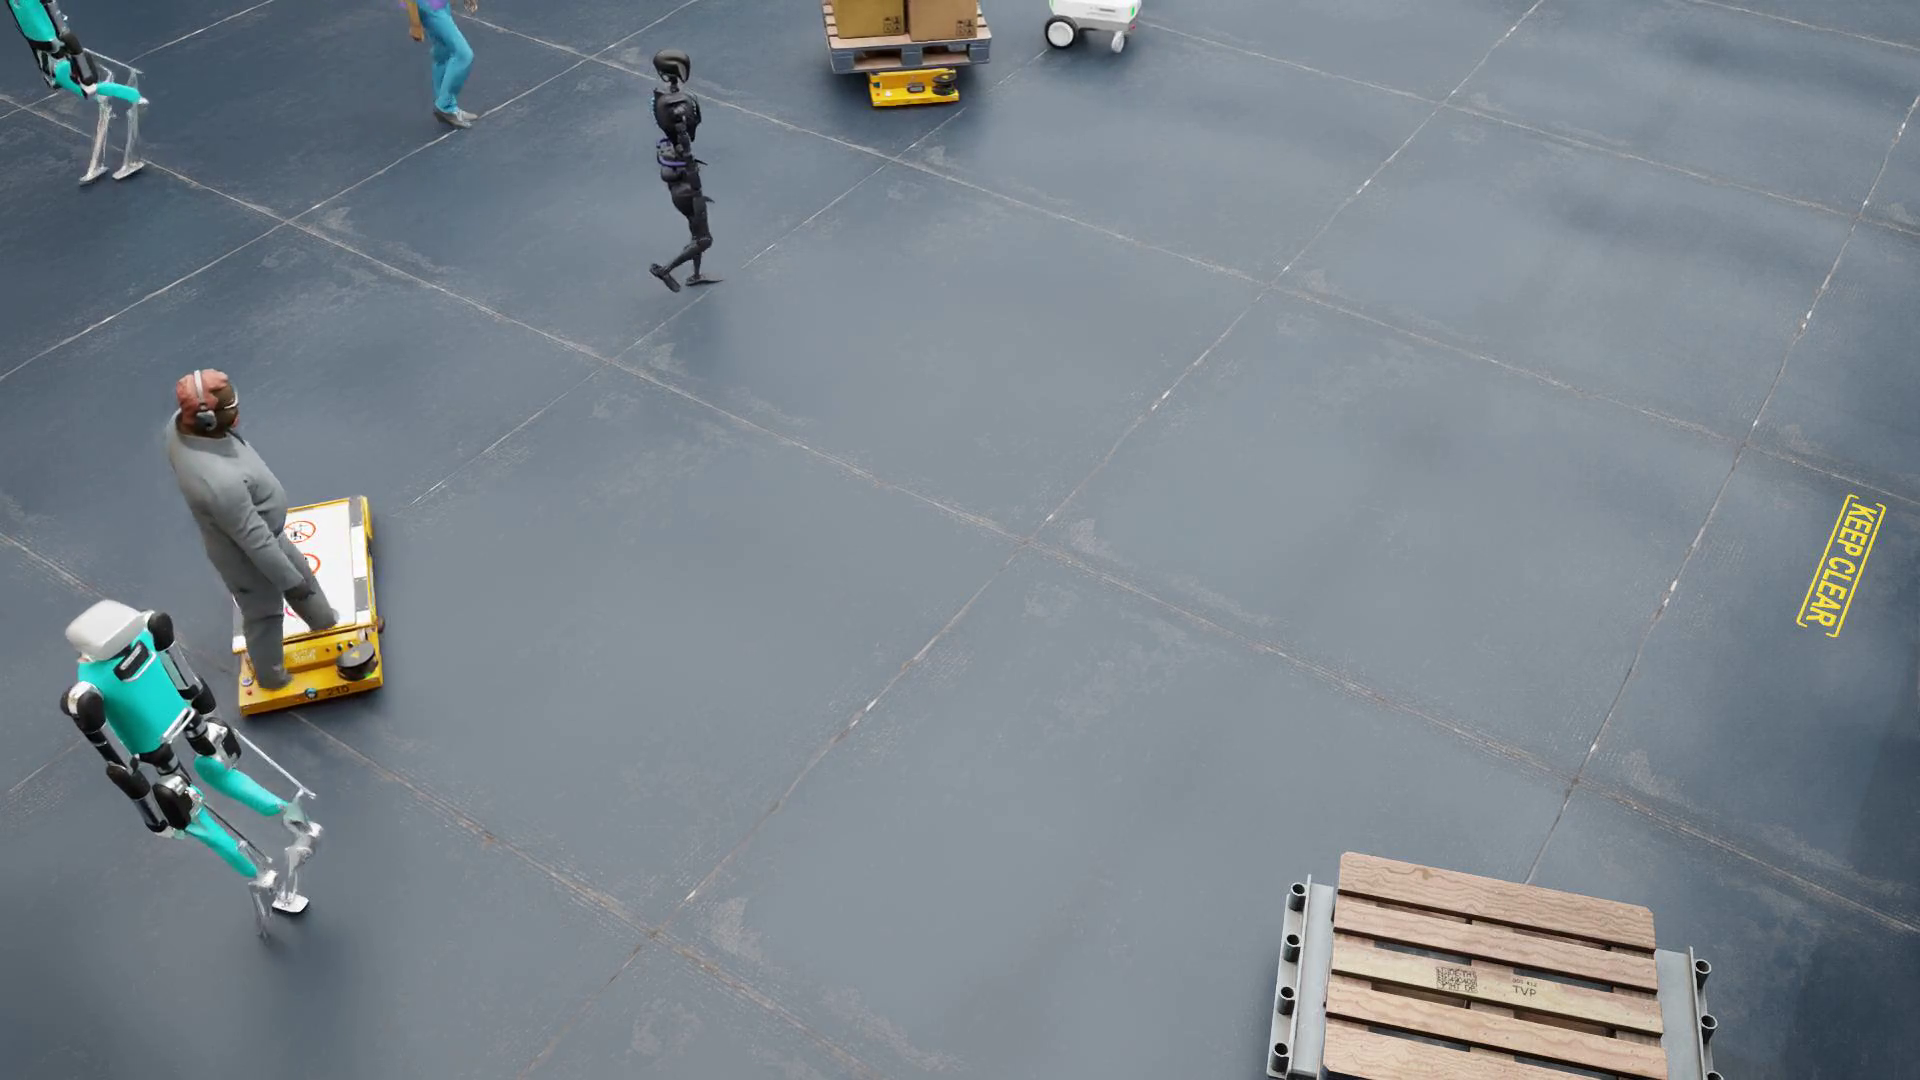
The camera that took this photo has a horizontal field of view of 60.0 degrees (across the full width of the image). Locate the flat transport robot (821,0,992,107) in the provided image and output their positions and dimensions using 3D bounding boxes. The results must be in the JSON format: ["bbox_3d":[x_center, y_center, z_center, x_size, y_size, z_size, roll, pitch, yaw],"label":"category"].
[{"bbox_3d":[-0.433,-3.817,13.051,0.659,0.231,1.431,-6,42,-6],"label":"flat transport robot"}]

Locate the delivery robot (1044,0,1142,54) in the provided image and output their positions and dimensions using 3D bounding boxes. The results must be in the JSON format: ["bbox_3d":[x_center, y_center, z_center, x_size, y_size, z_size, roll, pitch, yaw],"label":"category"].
[{"bbox_3d":[1.045,-4.231,13.313,0.785,0.613,0.525,10,43,11],"label":"delivery robot"}]

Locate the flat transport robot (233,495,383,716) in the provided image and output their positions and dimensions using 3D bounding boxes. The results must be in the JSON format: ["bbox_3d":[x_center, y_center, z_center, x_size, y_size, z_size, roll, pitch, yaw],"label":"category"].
[{"bbox_3d":[-3.333,0.270,8.477,0.659,0.231,1.431,-12,43,-13],"label":"flat transport robot"}]

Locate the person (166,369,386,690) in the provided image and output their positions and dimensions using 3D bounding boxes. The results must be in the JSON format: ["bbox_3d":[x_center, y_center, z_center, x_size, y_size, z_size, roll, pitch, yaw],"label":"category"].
[{"bbox_3d":[-3.092,-0.019,7.582,0.735,1.885,0.677,-20,46,-21],"label":"person"}]

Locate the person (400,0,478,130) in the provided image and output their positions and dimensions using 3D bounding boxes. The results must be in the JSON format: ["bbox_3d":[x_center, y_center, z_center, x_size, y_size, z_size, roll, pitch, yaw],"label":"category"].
[{"bbox_3d":[-3.732,-3.812,11.882,0.490,1.820,0.553,0,42,0],"label":"person"}]

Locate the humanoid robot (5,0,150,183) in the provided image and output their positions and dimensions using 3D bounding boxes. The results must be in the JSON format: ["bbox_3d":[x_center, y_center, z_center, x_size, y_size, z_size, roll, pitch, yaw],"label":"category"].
[{"bbox_3d":[-5.938,-3.281,11.312,0.545,1.740,0.715,22,46,22],"label":"humanoid robot"}]

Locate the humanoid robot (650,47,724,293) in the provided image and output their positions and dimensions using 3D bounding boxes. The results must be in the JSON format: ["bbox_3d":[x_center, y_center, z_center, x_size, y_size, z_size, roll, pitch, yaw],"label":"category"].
[{"bbox_3d":[-1.769,-2.272,10.272,0.466,1.645,0.601,-10,43,-11],"label":"humanoid robot"}]

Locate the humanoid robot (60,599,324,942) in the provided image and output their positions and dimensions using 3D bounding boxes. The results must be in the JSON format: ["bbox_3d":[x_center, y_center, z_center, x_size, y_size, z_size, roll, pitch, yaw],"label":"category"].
[{"bbox_3d":[-2.903,1.013,6.613,0.727,1.865,0.540,10,43,11],"label":"humanoid robot"}]
